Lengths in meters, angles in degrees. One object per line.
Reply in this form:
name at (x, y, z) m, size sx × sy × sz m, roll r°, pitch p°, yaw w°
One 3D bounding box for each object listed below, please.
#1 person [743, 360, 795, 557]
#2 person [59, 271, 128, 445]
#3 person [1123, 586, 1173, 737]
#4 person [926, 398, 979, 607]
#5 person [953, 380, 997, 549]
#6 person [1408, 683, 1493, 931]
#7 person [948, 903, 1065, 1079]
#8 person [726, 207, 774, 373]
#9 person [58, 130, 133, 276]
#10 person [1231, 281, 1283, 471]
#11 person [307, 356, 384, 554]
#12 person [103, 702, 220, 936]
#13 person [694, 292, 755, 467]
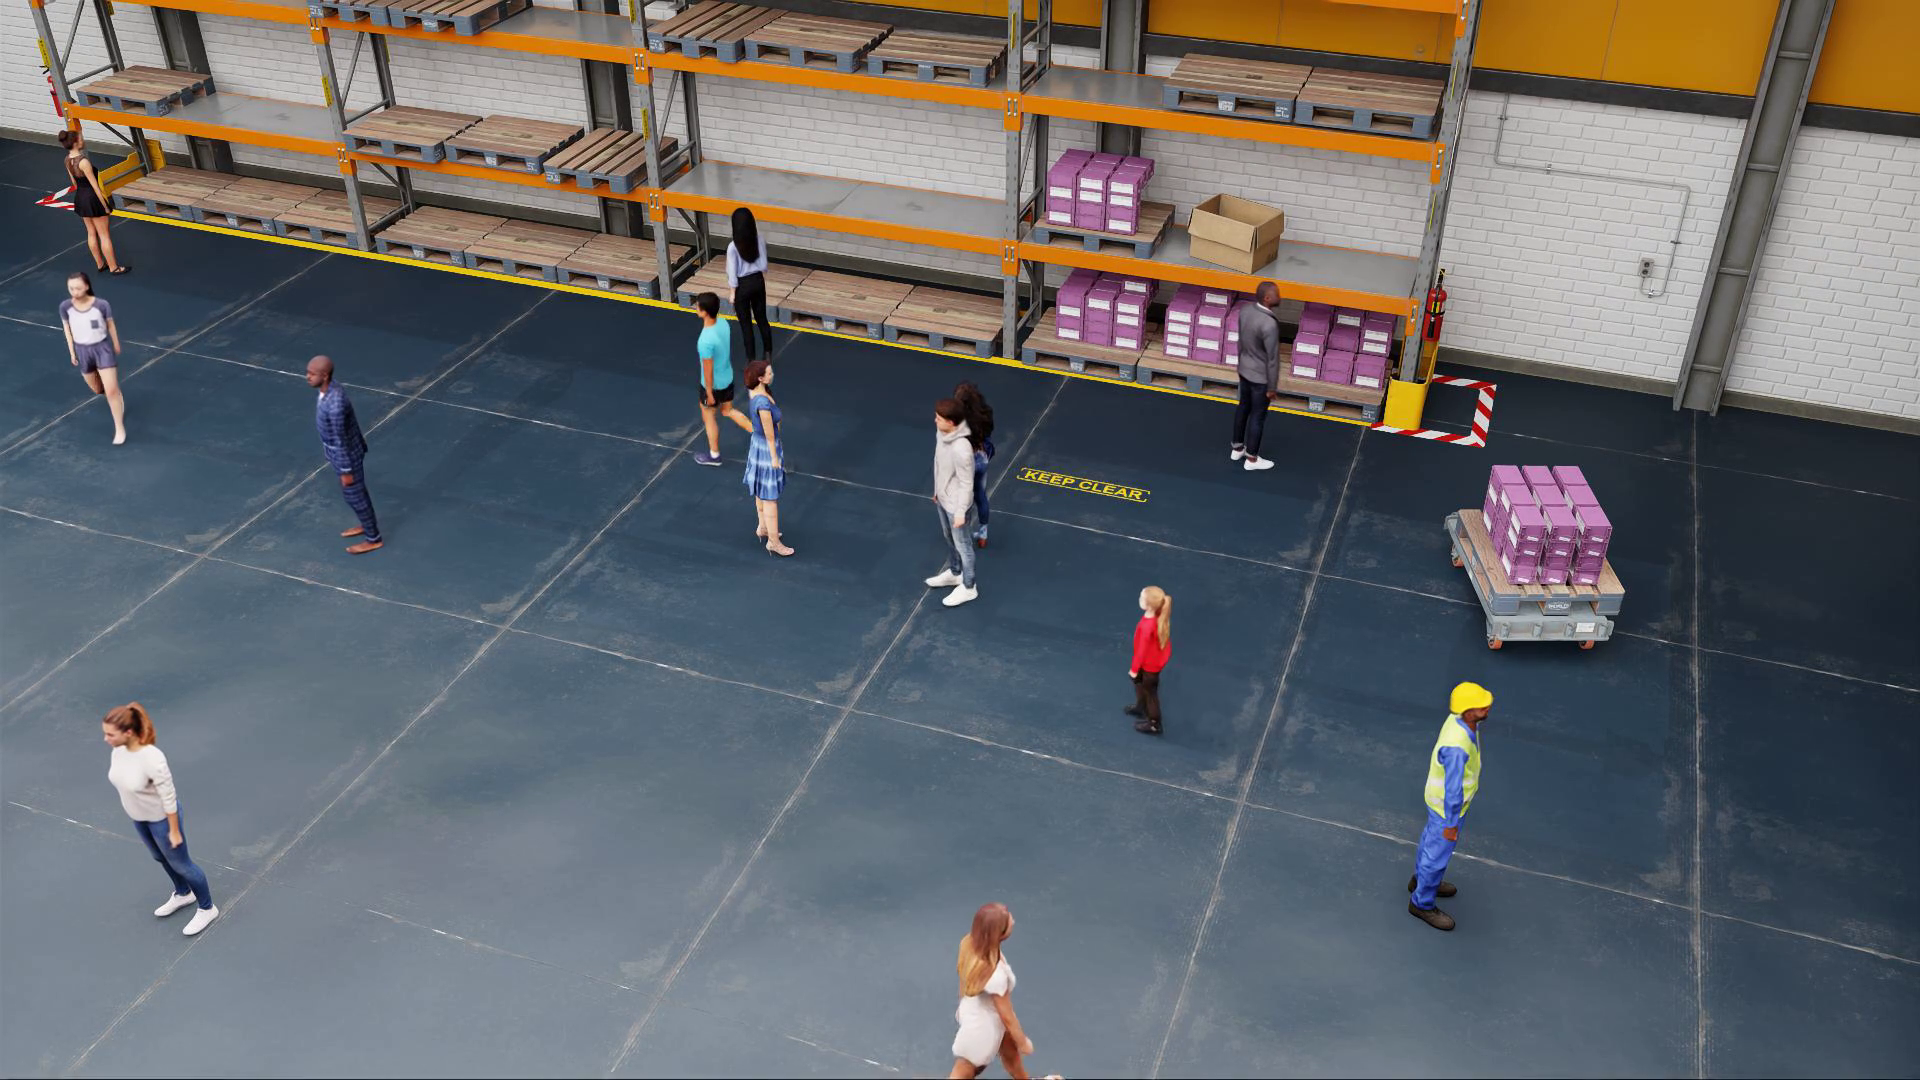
person at (-1.603, -0.694, 13.850) m, size 0.795 × 1.806 × 0.744 m, roll -13°, pitch 36°, yaw -19°
person at (-8.104, -1.764, 15.623) m, size 1.021 × 1.626 × 0.942 m, roll -4°, pitch 34°, yaw -7°
person at (1.427, 0.877, 11.969) m, size 0.575 × 1.271 × 0.524 m, roll 14°, pitch 36°, yaw 20°
person at (-0.031, -0.325, 13.255) m, size 0.806 × 1.850 × 0.753 m, roll -14°, pitch 36°, yaw -20°
person at (0.084, -0.620, 13.909) m, size 0.695 × 1.618 × 0.725 m, roll -21°, pitch 39°, yaw -29°
person at (3.055, 1.612, 10.376) m, size 0.555 × 1.812 × 0.648 m, roll 12°, pitch 35°, yaw 17°
person at (0.046, 2.651, 8.960) m, size 1.166 × 1.649 × 0.995 m, roll -9°, pitch 35°, yaw -13°
person at (-2.105, -2.488, 16.605) m, size 0.734 × 1.743 × 0.714 m, roll -28°, pitch 42°, yaw -35°
person at (-9.733, -3.784, 18.618) m, size 0.554 × 1.674 × 0.676 m, roll 18°, pitch 38°, yaw 25°
person at (2.674, -1.495, 15.047) m, size 0.832 × 1.816 × 0.787 m, roll -12°, pitch 36°, yaw -18°
person at (-5.141, -0.741, 13.914) m, size 0.810 × 1.814 × 0.748 m, roll -15°, pitch 36°, yaw -21°
person at (-4.970, 1.716, 10.304) m, size 0.543 × 1.719 × 0.723 m, roll 20°, pitch 39°, yaw 28°
person at (-2.096, -1.412, 14.974) m, size 0.971 × 1.758 × 0.640 m, roll 10°, pitch 35°, yaw 15°
